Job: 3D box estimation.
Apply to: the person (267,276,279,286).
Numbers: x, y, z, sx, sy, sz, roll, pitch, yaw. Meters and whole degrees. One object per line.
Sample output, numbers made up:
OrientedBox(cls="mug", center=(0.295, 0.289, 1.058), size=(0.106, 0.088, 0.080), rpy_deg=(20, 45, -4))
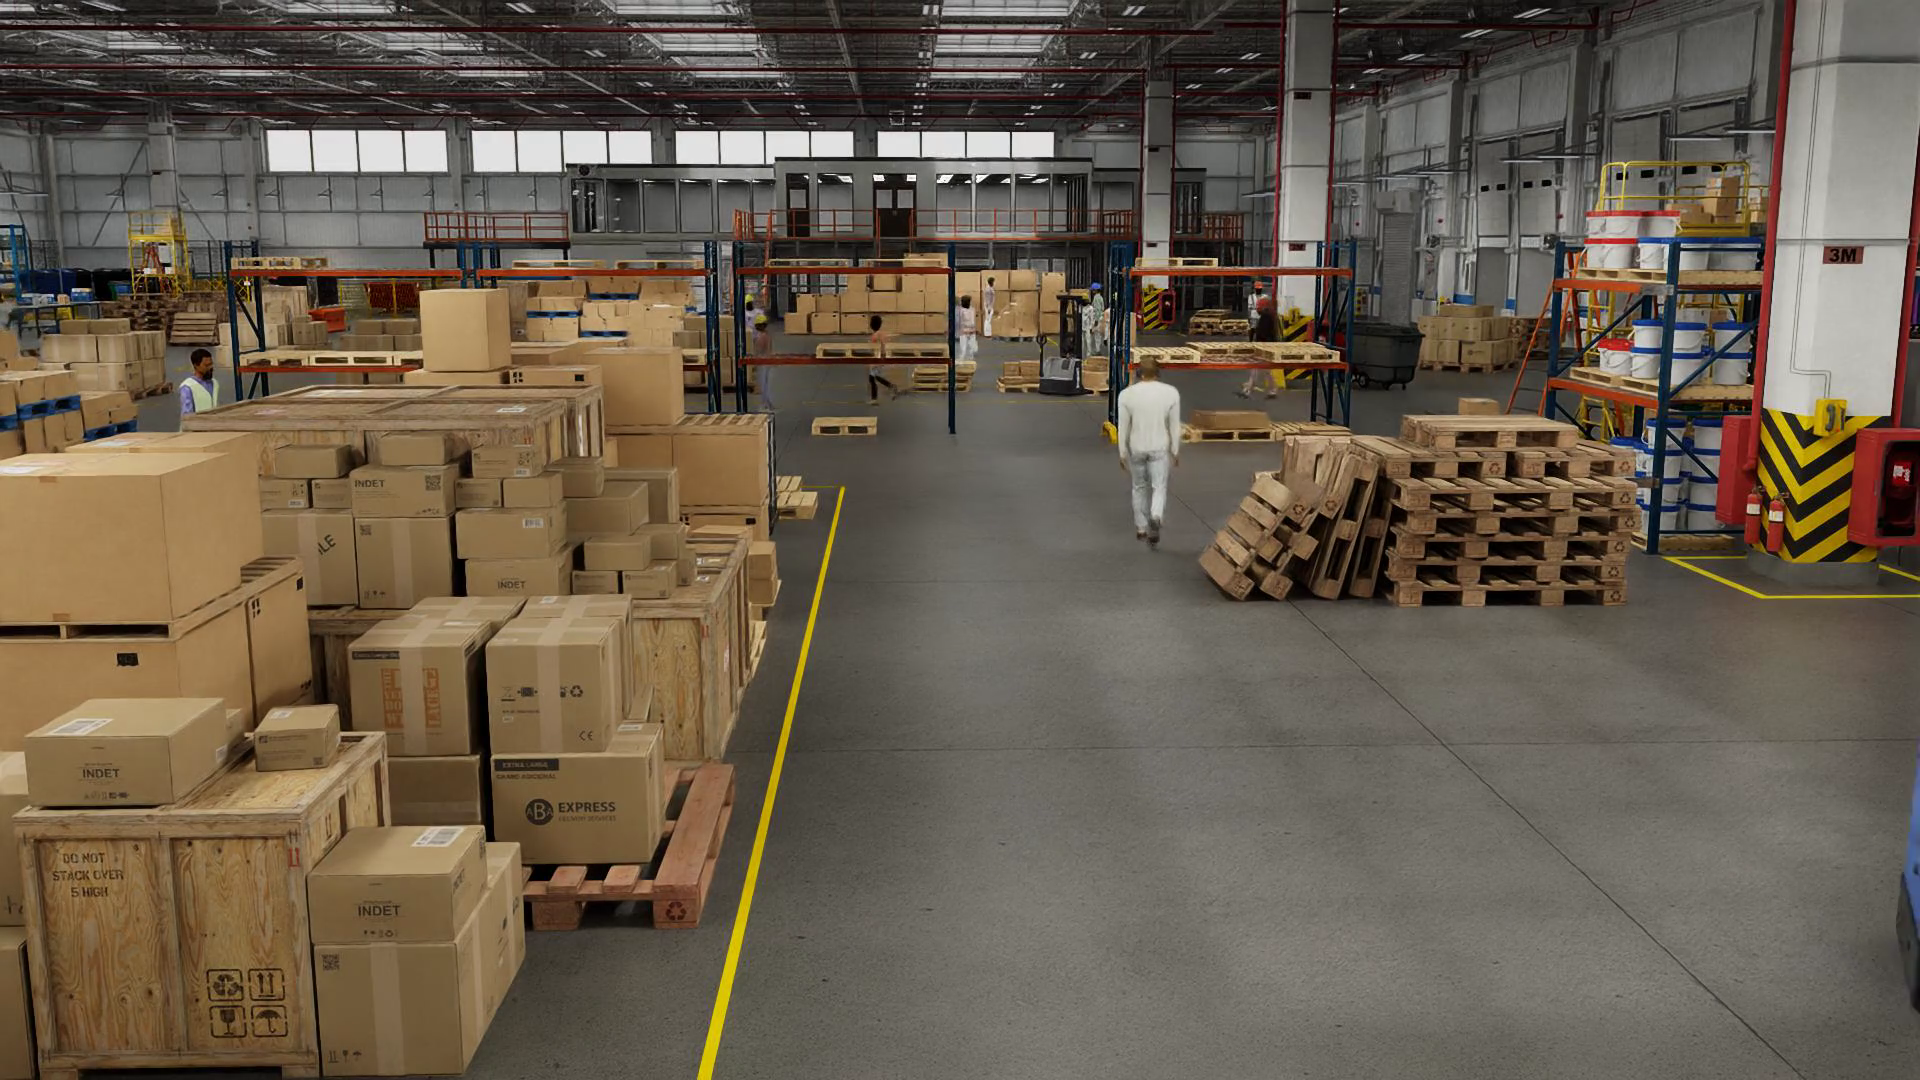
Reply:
OrientedBox(cls="person", center=(-21.275, -7.230, 51.589), size=(0.609, 2.044, 0.395), rpy_deg=(-1, 10, -8))

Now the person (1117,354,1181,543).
OrientedBox(cls="person", center=(1.883, -0.894, 16.635), size=(0.638, 1.923, 0.740), rpy_deg=(1, 10, 7))

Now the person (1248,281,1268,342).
OrientedBox(cls="person", center=(8.261, -6.195, 46.116), size=(0.547, 1.938, 0.377), rpy_deg=(0, 10, -3))

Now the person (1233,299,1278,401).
OrientedBox(cls="person", center=(5.694, -3.628, 31.814), size=(0.988, 1.934, 0.644), rpy_deg=(-1, 10, -5))

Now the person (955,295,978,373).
OrientedBox(cls="person", center=(0.148, -4.688, 38.037), size=(0.662, 1.824, 0.485), rpy_deg=(-9, 14, -42))

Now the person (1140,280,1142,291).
OrientedBox(cls="person", center=(7.362, -9.723, 65.799), size=(1.043, 1.936, 0.630), rpy_deg=(-9, 14, -42))

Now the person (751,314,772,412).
OrientedBox(cls="person", center=(-3.531, -3.105, 29.413), size=(0.427, 1.762, 0.541), rpy_deg=(2, 10, 11))

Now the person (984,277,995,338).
OrientedBox(cls="person", center=(0.933, -7.308, 52.364), size=(0.368, 1.932, 0.623), rpy_deg=(1, 10, 6))

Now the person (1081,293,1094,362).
OrientedBox(cls="person", center=(3.130, -5.356, 41.983), size=(0.493, 1.743, 0.295), rpy_deg=(7, 13, 36))

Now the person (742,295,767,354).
OrientedBox(cls="person", center=(-4.548, -4.458, 36.644), size=(0.620, 1.868, 1.009), rpy_deg=(5, 11, 26))

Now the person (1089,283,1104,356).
OrientedBox(cls="person", center=(3.630, -5.868, 44.271), size=(0.396, 1.944, 0.618), rpy_deg=(1, 10, 4))

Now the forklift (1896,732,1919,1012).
OrientedBox(cls="forklift", center=(4.733, 0.495, 6.222), size=(1.873, 2.768, 1.129), rpy_deg=(5, 11, 25))

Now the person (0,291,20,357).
OrientedBox(cls="person", center=(-23.938, -5.329, 41.640), size=(0.522, 1.816, 0.959), rpy_deg=(1, 10, 6))

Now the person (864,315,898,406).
OrientedBox(cls="person", center=(-1.483, -3.328, 30.817), size=(0.542, 1.681, 0.546), rpy_deg=(3, 11, 15))

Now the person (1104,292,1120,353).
OrientedBox(cls="person", center=(3.436, -4.506, 36.790), size=(0.582, 1.917, 0.421), rpy_deg=(-5, 11, -27))

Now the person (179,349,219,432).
OrientedBox(cls="person", center=(-8.113, -1.088, 17.785), size=(0.406, 1.905, 0.608), rpy_deg=(1, 10, 4))

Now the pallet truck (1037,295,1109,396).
OrientedBox(cls="pallet truck", center=(2.483, -3.881, 33.060), size=(1.885, 1.965, 0.823), rpy_deg=(-7, 13, -36))
